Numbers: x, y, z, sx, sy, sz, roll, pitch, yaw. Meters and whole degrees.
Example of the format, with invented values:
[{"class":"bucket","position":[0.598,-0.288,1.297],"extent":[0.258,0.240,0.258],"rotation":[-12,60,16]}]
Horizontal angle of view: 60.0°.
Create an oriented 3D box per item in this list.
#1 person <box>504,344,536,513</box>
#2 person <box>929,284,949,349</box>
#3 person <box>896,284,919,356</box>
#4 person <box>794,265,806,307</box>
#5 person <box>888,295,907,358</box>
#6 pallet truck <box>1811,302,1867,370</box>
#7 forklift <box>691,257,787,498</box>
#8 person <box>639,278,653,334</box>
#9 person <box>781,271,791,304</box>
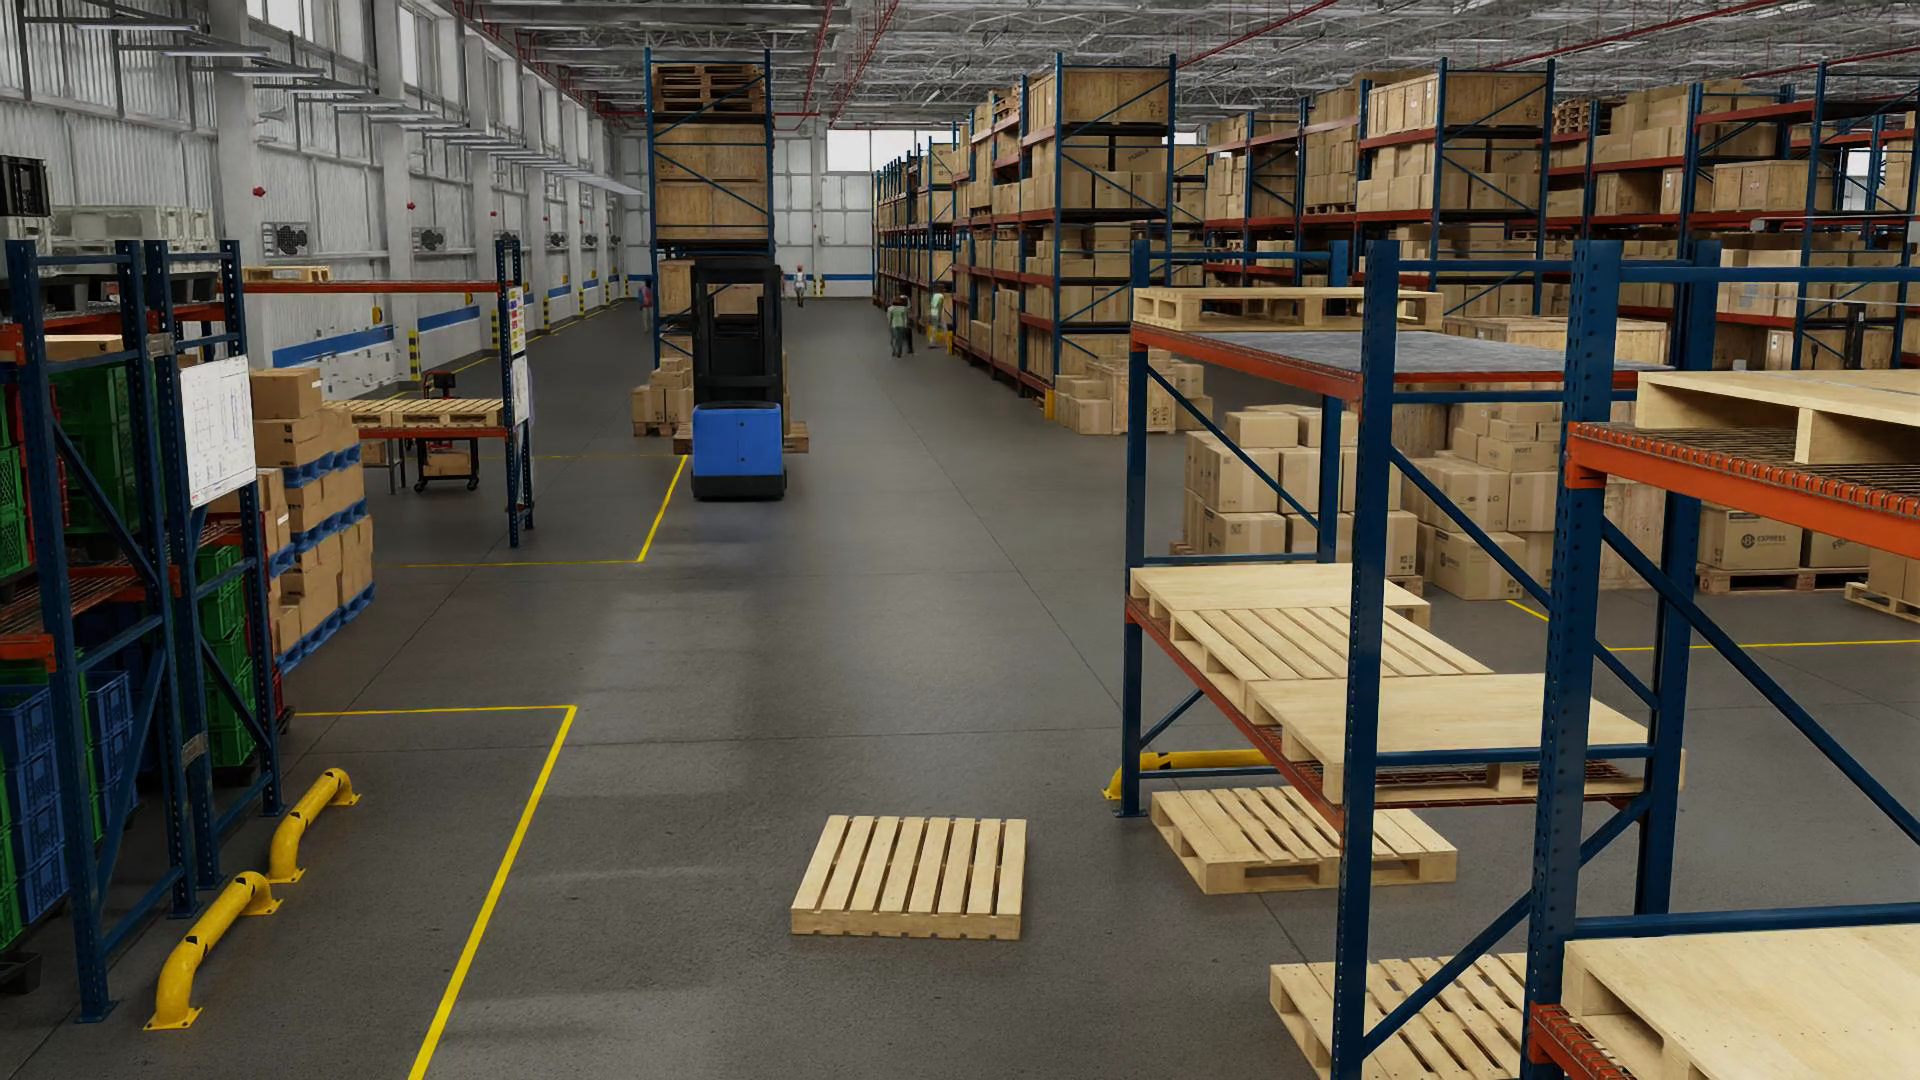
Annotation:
[{"class":"person","position":[-4.942,-1.273,18.598],"extent":[0.372,1.940,0.631],"rotation":[-1,10,-7]},{"class":"person","position":[-0.489,-6.250,46.517],"extent":[0.866,1.806,0.597],"rotation":[-4,11,-23]},{"class":"person","position":[-1.430,-5.772,43.618],"extent":[0.608,1.898,0.628],"rotation":[1,10,3]},{"class":"person","position":[-7.278,-11.560,75.697],"extent":[0.558,1.915,0.885],"rotation":[-1,10,-7]},{"class":"person","position":[-1.612,-5.509,42.988],"extent":[0.498,1.613,0.362],"rotation":[-1,10,-4]},{"class":"pallet truck","position":[15.846,-3.142,28.793],"extent":[1.885,1.965,0.823],"rotation":[2,10,12]},{"class":"forklift","position":[-2.676,-1.996,19.995],"extent":[1.129,2.768,1.873],"rotation":[-1,10,-6]},{"class":"person","position":[-10.059,-7.562,53.846],"extent":[0.630,1.790,0.963],"rotation":[-4,11,-19]},{"class":"person","position":[-8.456,-11.998,78.974],"extent":[0.858,1.596,0.513],"rotation":[0,10,1]}]
